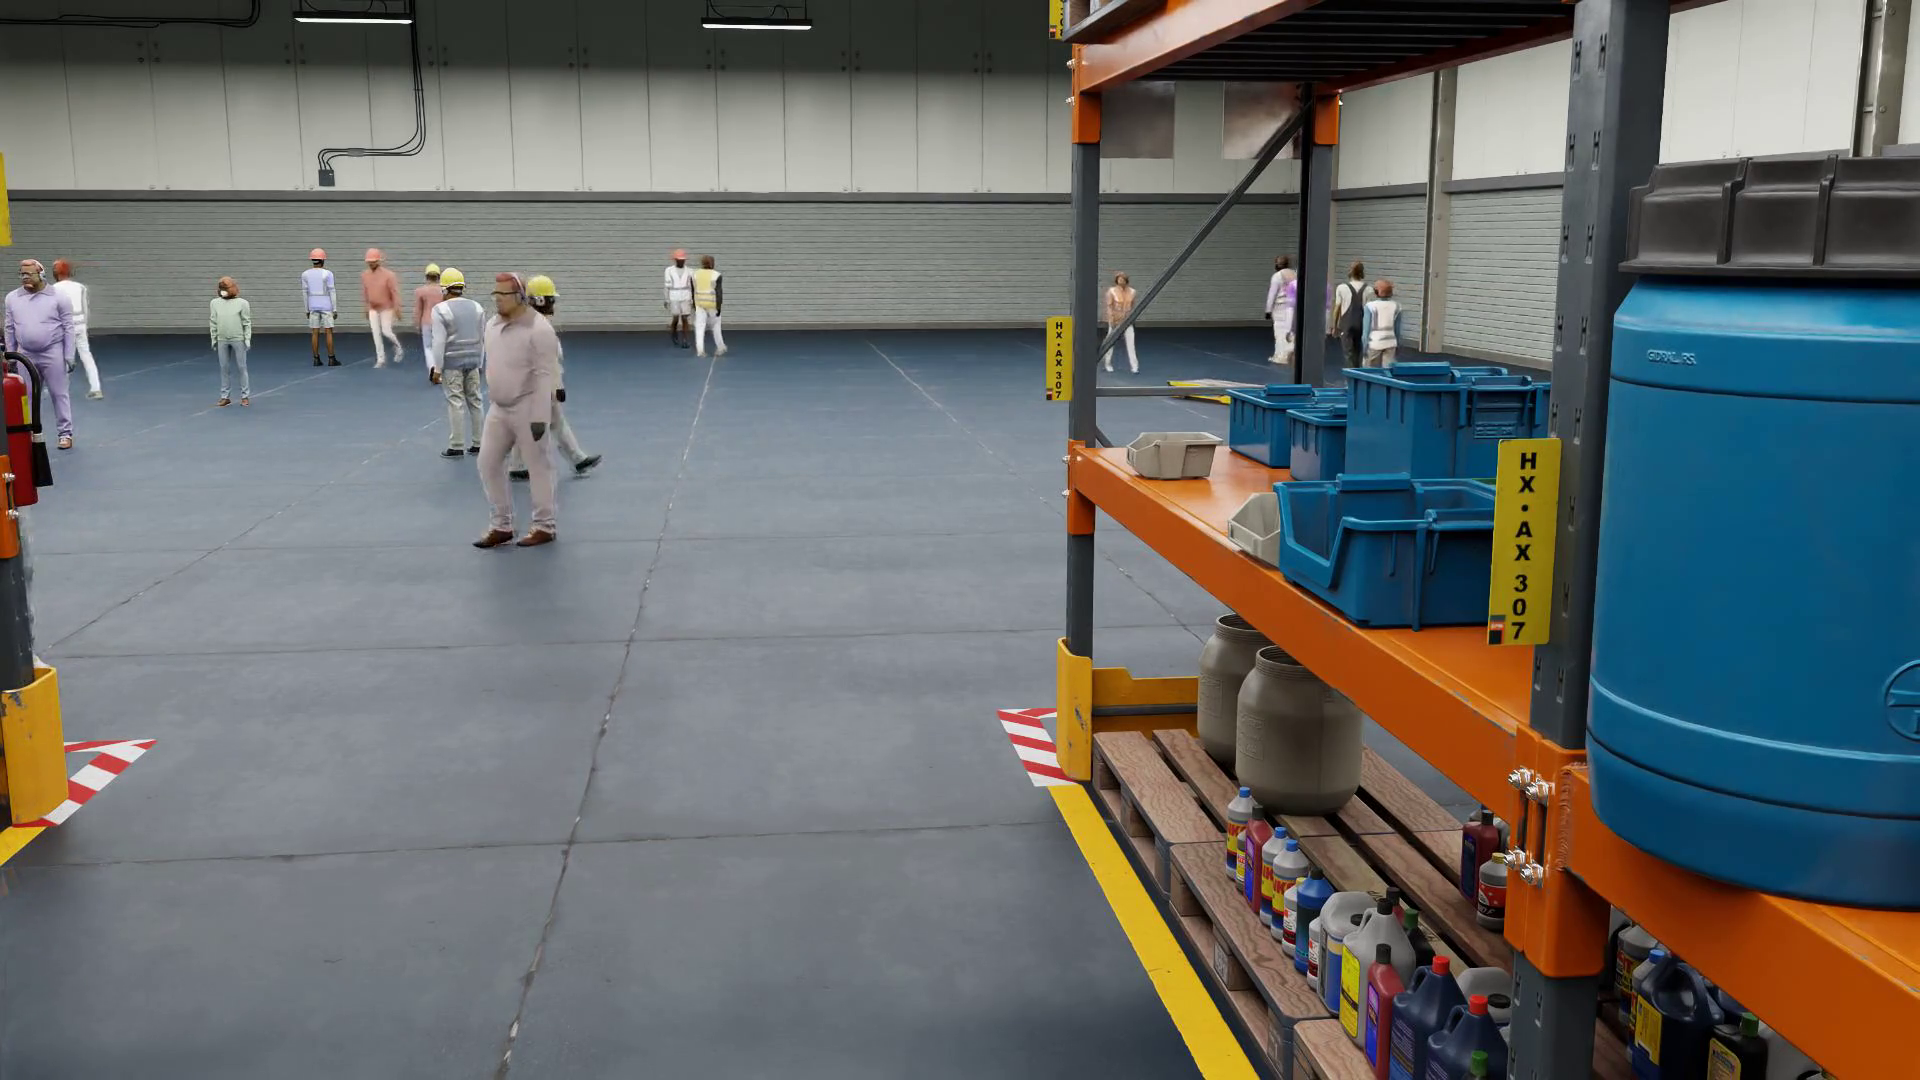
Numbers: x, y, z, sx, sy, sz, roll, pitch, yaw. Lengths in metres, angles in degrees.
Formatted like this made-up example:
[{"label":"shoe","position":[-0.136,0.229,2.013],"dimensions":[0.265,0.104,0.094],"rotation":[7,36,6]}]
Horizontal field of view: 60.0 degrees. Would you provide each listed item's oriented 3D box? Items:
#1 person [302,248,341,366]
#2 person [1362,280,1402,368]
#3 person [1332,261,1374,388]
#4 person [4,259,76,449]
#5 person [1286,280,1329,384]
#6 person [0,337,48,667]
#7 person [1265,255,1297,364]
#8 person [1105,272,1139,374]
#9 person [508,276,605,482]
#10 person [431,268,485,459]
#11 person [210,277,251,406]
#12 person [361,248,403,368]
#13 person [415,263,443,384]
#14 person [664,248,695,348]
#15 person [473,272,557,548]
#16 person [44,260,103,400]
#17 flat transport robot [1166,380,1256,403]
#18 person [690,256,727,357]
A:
[{"label":"person","position":[-10.556,-3.836,27.483],"dimensions":[0.542,1.938,0.358],"rotation":[0,10,2]},{"label":"person","position":[5.053,-2.330,20.115],"dimensions":[0.537,1.601,0.780],"rotation":[-2,11,-11]},{"label":"person","position":[5.324,-2.856,22.478],"dimensions":[0.510,1.813,0.893],"rotation":[0,10,-1]},{"label":"person","position":[-9.221,-1.848,16.675],"dimensions":[0.649,1.906,0.401],"rotation":[-1,10,-8]},{"label":"person","position":[4.560,-2.806,21.934],"dimensions":[0.571,1.904,0.820],"rotation":[0,10,1]},{"label":"person","position":[-4.810,-0.207,8.171],"dimensions":[0.635,1.720,0.489],"rotation":[8,13,38]},{"label":"person","position":[5.361,-3.896,28.119],"dimensions":[0.661,1.821,0.660],"rotation":[-10,14,-44]},{"label":"person","position":[2.525,-3.414,26.112],"dimensions":[0.512,1.592,0.851],"rotation":[-2,11,-13]},{"label":"person","position":[-3.576,-1.405,14.569],"dimensions":[0.914,1.783,0.625],"rotation":[-4,11,-21]},{"label":"person","position":[-4.852,-1.700,16.057],"dimensions":[0.404,1.835,0.589],"rotation":[8,13,36]},{"label":"person","position":[-9.207,-2.503,21.008],"dimensions":[0.498,1.633,0.279],"rotation":[-1,10,-3]},{"label":"person","position":[-9.427,-3.775,27.110],"dimensions":[0.619,1.962,0.618],"rotation":[2,11,12]},{"label":"person","position":[-7.598,-3.120,24.068],"dimensions":[0.540,1.752,0.476],"rotation":[-3,11,-17]},{"label":"person","position":[-5.365,-4.619,31.856],"dimensions":[0.613,1.909,0.478],"rotation":[-3,11,-18]},{"label":"person","position":[-3.083,-0.868,11.343],"dimensions":[0.680,1.883,0.689],"rotation":[6,12,32]},{"label":"person","position":[-11.677,-2.739,21.795],"dimensions":[1.032,1.830,0.578],"rotation":[6,12,30]},{"label":"flat transport robot","position":[3.349,-1.953,21.735],"dimensions":[0.652,0.197,1.431],"rotation":[-6,12,-29]},{"label":"person","position":[-4.513,-4.190,29.829],"dimensions":[0.636,1.792,0.957],"rotation":[2,11,12]}]
